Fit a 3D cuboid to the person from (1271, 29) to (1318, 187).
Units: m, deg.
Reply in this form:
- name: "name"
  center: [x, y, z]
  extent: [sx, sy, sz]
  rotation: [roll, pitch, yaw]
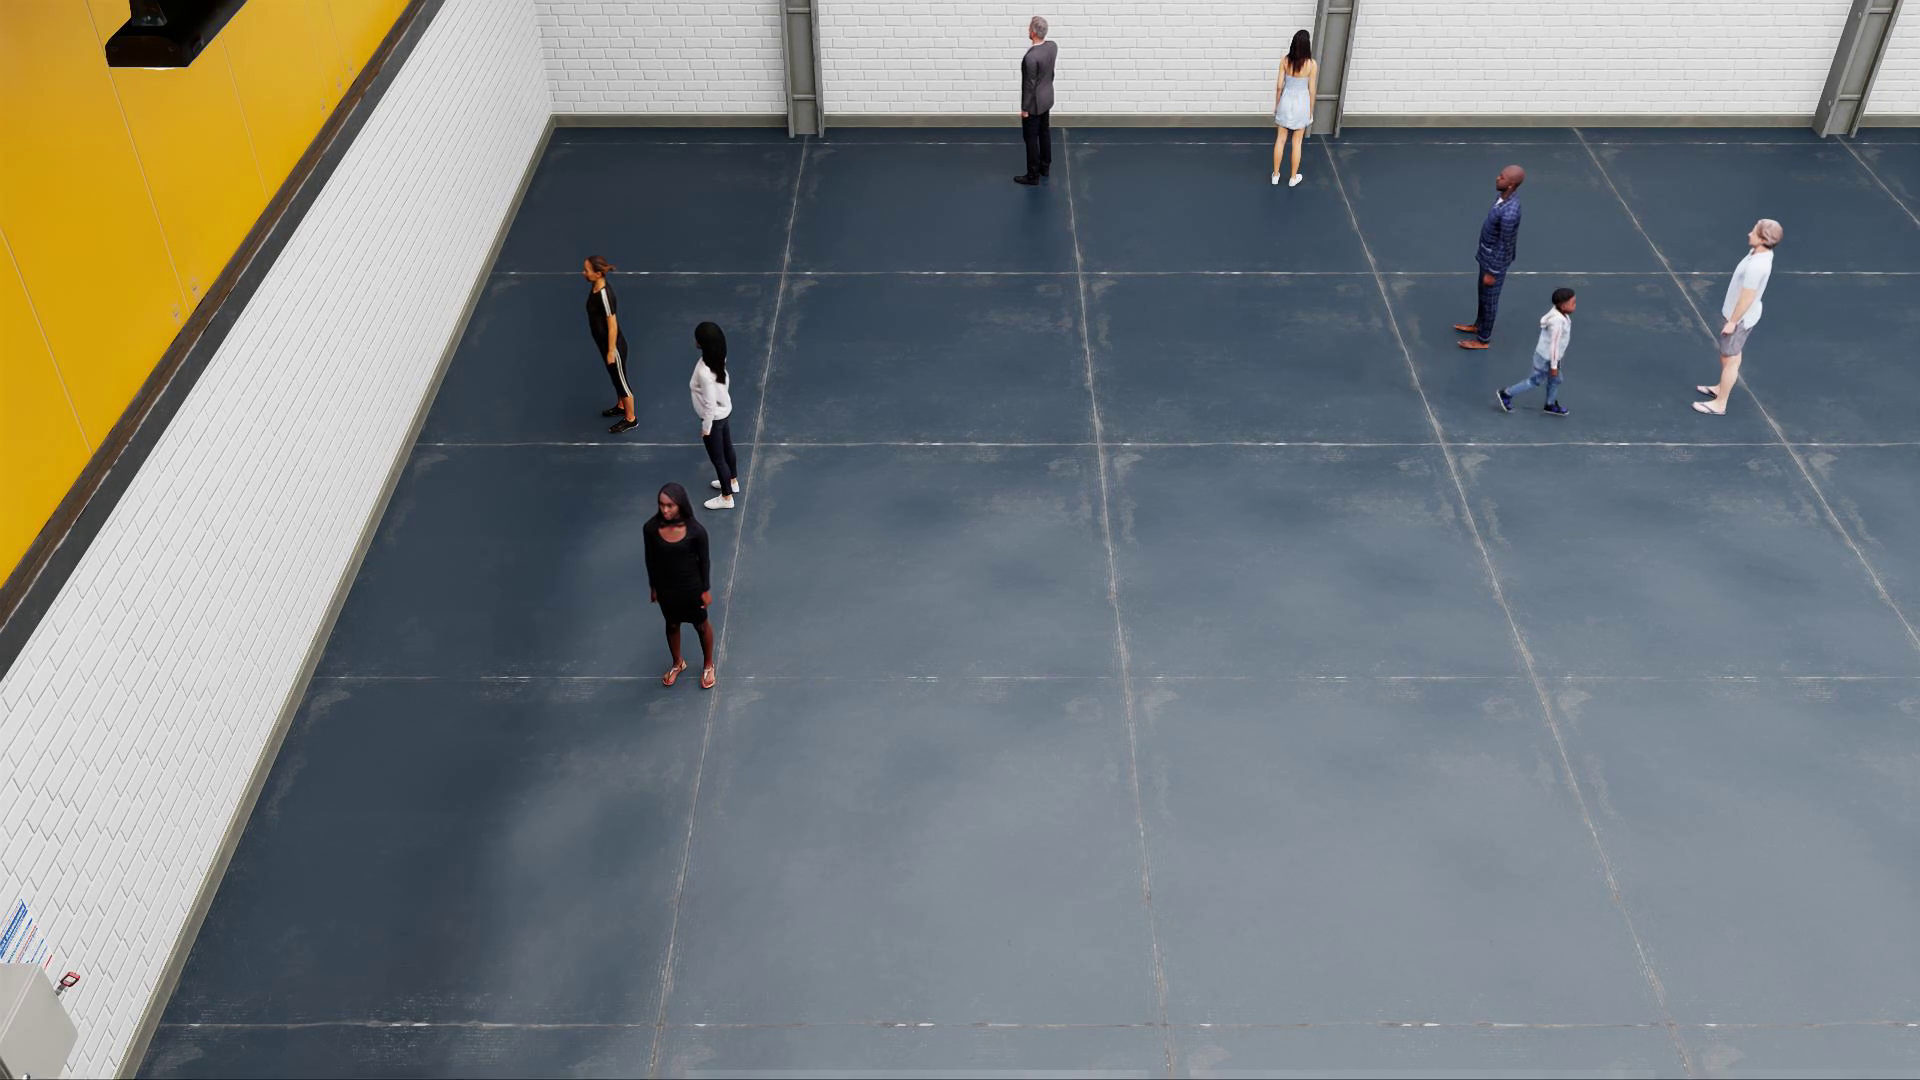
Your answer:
- name: "person"
  center: [3.589, -4.658, 17.912]
  extent: [0.572, 1.730, 0.712]
  rotation: [12, 40, 15]

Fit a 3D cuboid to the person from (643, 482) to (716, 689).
- name: "person"
  center: [-1.957, 0.320, 11.686]
  extent: [0.485, 1.721, 0.696]
  rotation: [5, 39, 6]

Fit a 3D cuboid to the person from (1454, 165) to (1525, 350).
- name: "person"
  center: [4.919, -2.610, 15.278]
  extent: [0.654, 1.818, 0.694]
  rotation: [6, 39, 8]

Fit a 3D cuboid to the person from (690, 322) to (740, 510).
- name: "person"
  center: [-1.963, -1.014, 13.373]
  extent: [0.583, 1.701, 0.639]
  rotation: [4, 39, 5]

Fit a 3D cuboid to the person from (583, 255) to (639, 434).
- name: "person"
  center: [-2.999, -1.702, 14.261]
  extent: [0.618, 1.669, 0.644]
  rotation: [-14, 41, -17]

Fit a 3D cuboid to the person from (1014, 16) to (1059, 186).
- name: "person"
  center: [0.821, -4.752, 17.942]
  extent: [0.798, 1.840, 0.807]
  rotation: [21, 43, 24]

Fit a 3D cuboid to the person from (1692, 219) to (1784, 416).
- name: "person"
  center: [6.786, -1.945, 14.435]
  extent: [0.727, 1.831, 0.732]
  rotation: [19, 42, 22]

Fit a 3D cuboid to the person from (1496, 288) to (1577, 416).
- name: "person"
  center: [5.083, -1.632, 14.514]
  extent: [0.914, 1.243, 0.702]
  rotation: [16, 41, 19]
